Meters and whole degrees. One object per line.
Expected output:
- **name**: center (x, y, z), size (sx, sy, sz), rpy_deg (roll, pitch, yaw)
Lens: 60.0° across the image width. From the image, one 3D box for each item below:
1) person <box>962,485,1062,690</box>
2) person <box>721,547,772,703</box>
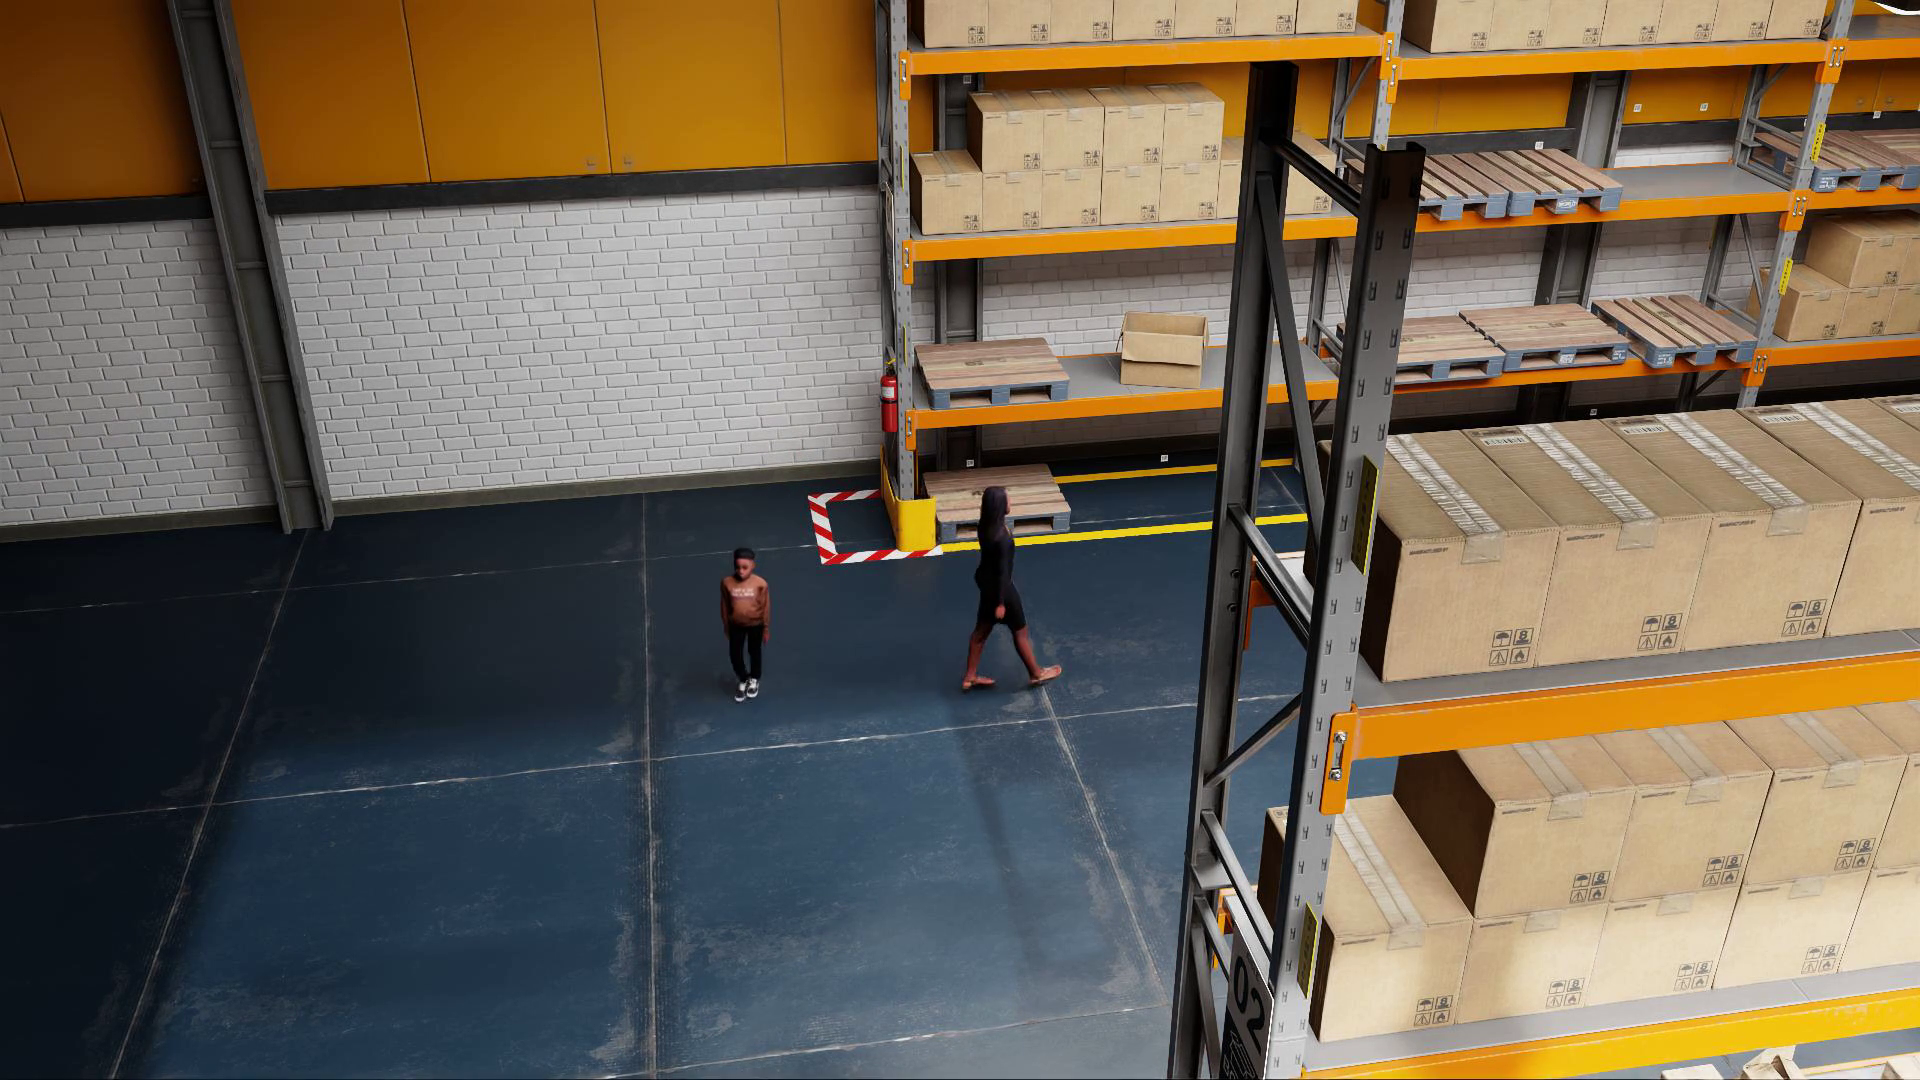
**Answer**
- **person**: center (0.201, 0.394, 12.378), size (1.018, 1.691, 0.707), rpy_deg (-8, 30, -14)
- **person**: center (-1.588, 0.584, 12.490), size (0.523, 1.250, 0.639), rpy_deg (1, 29, 2)
